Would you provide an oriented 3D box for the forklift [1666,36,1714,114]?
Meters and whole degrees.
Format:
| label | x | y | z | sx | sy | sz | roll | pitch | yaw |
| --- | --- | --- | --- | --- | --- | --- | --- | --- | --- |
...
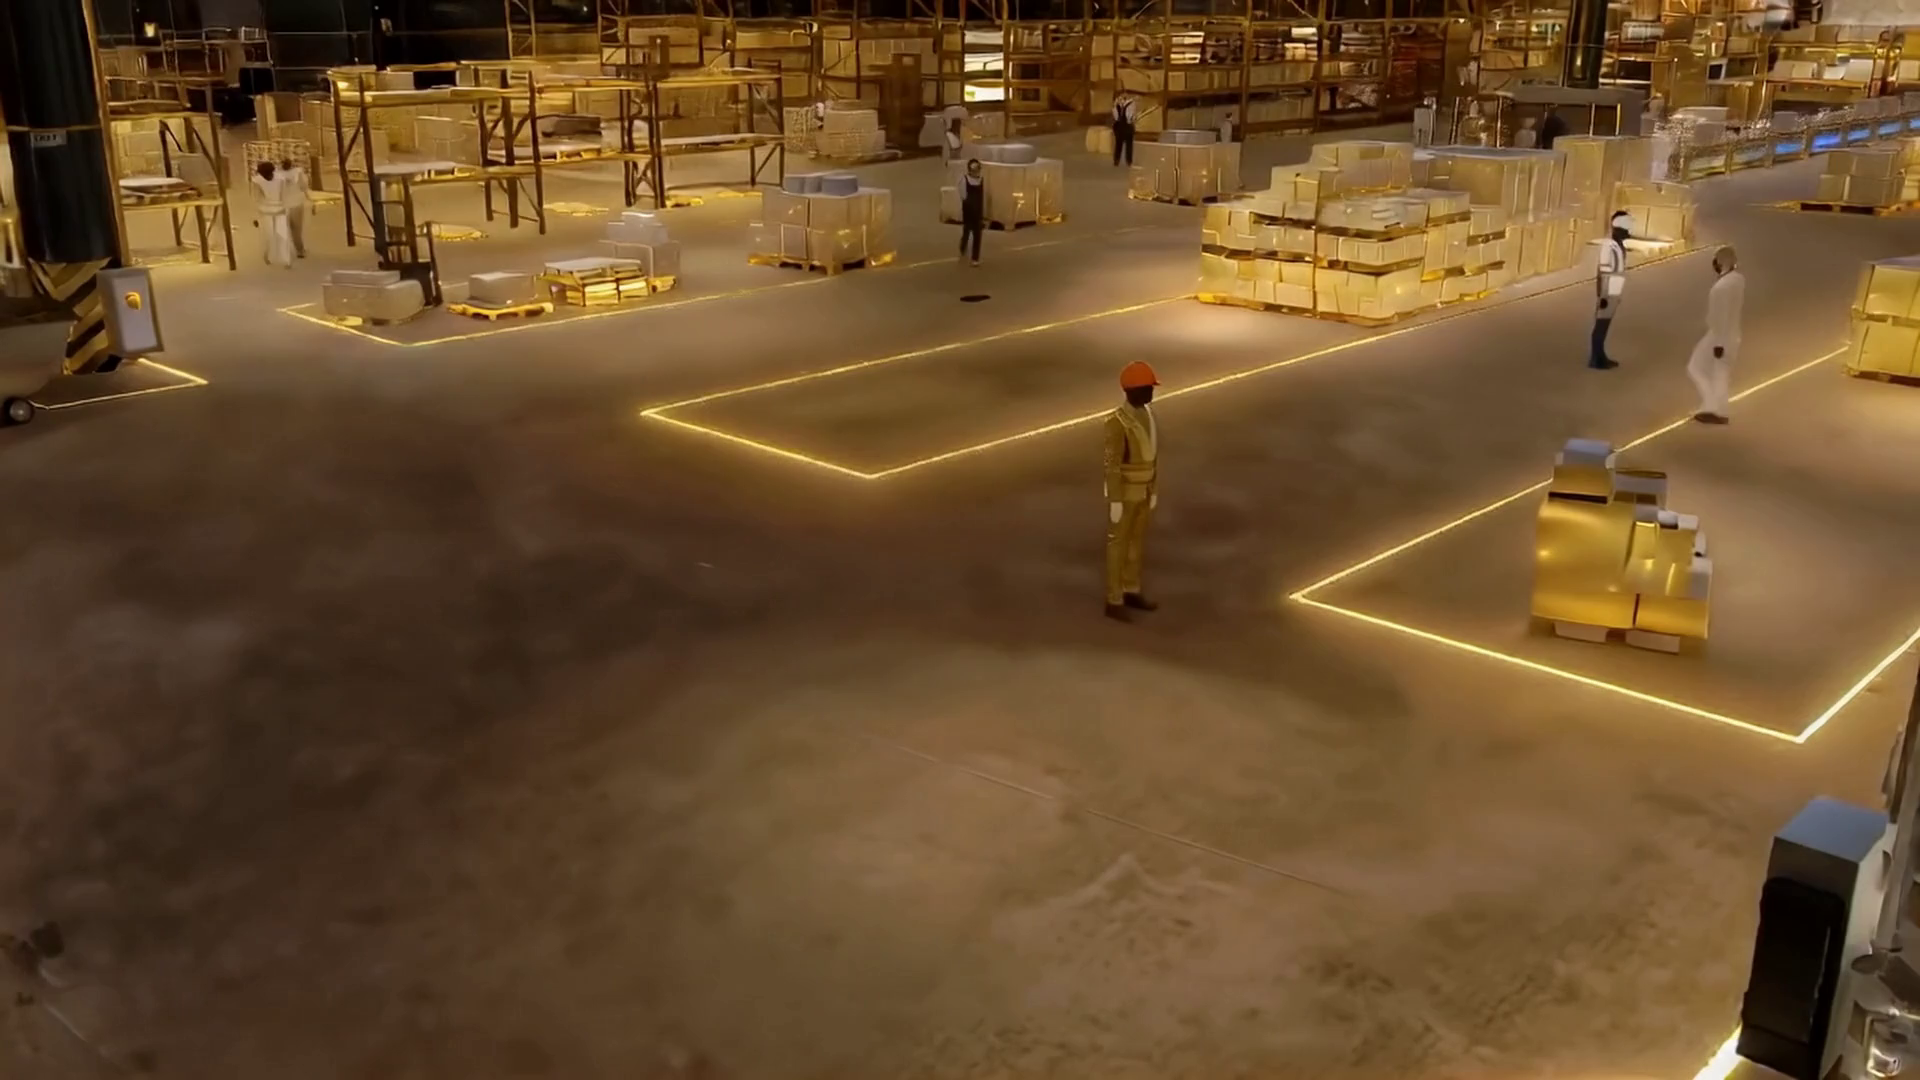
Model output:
| label | x | y | z | sx | sy | sz | roll | pitch | yaw |
| --- | --- | --- | --- | --- | --- | --- | --- | --- | --- |
| forklift | 27.341 | -17.291 | 61.877 | 1.129 | 2.768 | 1.873 | 17 | 25 | 41 |

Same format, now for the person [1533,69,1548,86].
| label | x | y | z | sx | sy | sz | roll | pitch | yaw |
| --- | --- | --- | --- | --- | --- | --- | --- | --- | --- |
| person | 19.903 | -15.338 | 57.560 | 0.648 | 1.885 | 0.727 | -14 | 23 | -36 |

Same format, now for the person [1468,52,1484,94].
| label | x | y | z | sx | sy | sz | roll | pitch | yaw |
| --- | --- | --- | --- | --- | --- | --- | --- | --- | --- |
| person | 21.408 | -19.228 | 69.093 | 0.999 | 2.012 | 0.619 | -17 | 25 | -41 |

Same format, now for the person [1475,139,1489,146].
| label | x | y | z | sx | sy | sz | roll | pitch | yaw |
| --- | --- | --- | --- | --- | --- | --- | --- | --- | --- |
| person | 9.394 | -6.394 | 30.551 | 0.773 | 1.918 | 0.544 | 15 | 23 | 37 |

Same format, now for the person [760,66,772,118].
| label | x | y | z | sx | sy | sz | roll | pitch | yaw |
| --- | --- | --- | --- | --- | --- | --- | --- | --- | --- |
| person | -7.069 | -16.332 | 60.612 | 0.429 | 1.845 | 0.621 | 3 | 19 | 8 |

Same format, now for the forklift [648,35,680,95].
| label | x | y | z | sx | sy | sz | roll | pitch | yaw |
| --- | --- | --- | --- | --- | --- | --- | --- | --- | --- |
| forklift | -11.418 | -17.851 | 63.565 | 1.129 | 2.768 | 1.873 | 17 | 25 | 41 |

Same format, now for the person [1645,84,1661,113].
| label | x | y | z | sx | sy | sz | roll | pitch | yaw |
| --- | --- | --- | --- | --- | --- | --- | --- | --- | --- |
| person | 22.338 | -13.866 | 53.534 | 0.609 | 1.613 | 0.509 | -8 | 20 | -21 |

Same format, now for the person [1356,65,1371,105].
| label | x | y | z | sx | sy | sz | roll | pitch | yaw |
| --- | --- | --- | --- | --- | --- | --- | --- | --- | --- |
| person | 16.238 | -18.241 | 66.719 | 0.546 | 1.622 | 0.506 | -1 | 18 | -2 |

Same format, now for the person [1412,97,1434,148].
| label | x | y | z | sx | sy | sz | roll | pitch | yaw |
| --- | --- | --- | --- | --- | --- | --- | --- | --- | --- |
| person | 12.538 | -11.111 | 45.041 | 0.577 | 1.732 | 0.566 | 5 | 19 | 15 |

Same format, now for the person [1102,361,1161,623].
| label | x | y | z | sx | sy | sz | roll | pitch | yaw |
| --- | --- | --- | --- | --- | --- | --- | --- | --- | --- |
| person | 1.267 | -0.368 | 12.343 | 0.377 | 1.950 | 0.612 | 12 | 22 | 32 |

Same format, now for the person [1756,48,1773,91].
| label | x | y | z | sx | sy | sz | roll | pitch | yaw |
| --- | --- | --- | --- | --- | --- | --- | --- | --- | --- |
| person | 36.836 | -21.548 | 76.236 | 0.576 | 1.892 | 0.941 | 16 | 24 | 39 |

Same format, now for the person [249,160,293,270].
| label | x | y | z | sx | sy | sz | roll | pitch | yaw |
| --- | --- | --- | --- | --- | --- | --- | --- | --- | --- |
| person | -11.585 | -5.467 | 27.936 | 0.632 | 1.815 | 0.848 | -15 | 23 | -37 |

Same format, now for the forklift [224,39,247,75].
| label | x | y | z | sx | sy | sz | roll | pitch | yaw |
| --- | --- | --- | --- | --- | --- | --- | --- | --- | --- |
| forklift | -25.527 | -16.311 | 58.924 | 1.129 | 2.768 | 1.873 | 17 | 25 | 41 |

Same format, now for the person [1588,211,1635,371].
| label | x | y | z | sx | sy | sz | roll | pitch | yaw |
| --- | --- | --- | --- | --- | --- | --- | --- | --- | --- |
| person | 8.044 | -3.077 | 20.523 | 0.361 | 1.939 | 0.543 | 14 | 23 | 35 |

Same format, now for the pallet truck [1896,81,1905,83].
| label | x | y | z | sx | sy | sz | roll | pitch | yaw |
| --- | --- | --- | --- | --- | --- | --- | --- | --- | --- |
| pallet truck | 34.802 | -16.331 | 61.455 | 0.653 | 1.274 | 1.630 | 17 | 25 | 41 |

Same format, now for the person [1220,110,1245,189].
| label | x | y | z | sx | sy | sz | roll | pitch | yaw |
| --- | --- | --- | --- | --- | --- | --- | --- | --- | --- |
| person | 6.279 | -9.228 | 39.247 | 0.967 | 1.827 | 0.538 | 9 | 20 | 25 |

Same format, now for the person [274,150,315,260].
| label | x | y | z | sx | sy | sz | roll | pitch | yaw |
| --- | --- | --- | --- | --- | --- | --- | --- | --- | --- |
| person | -11.680 | -5.891 | 29.113 | 0.660 | 1.877 | 0.937 | -7 | 20 | -21 |

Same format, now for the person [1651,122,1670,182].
| label | x | y | z | sx | sy | sz | roll | pitch | yaw |
| --- | --- | --- | --- | --- | --- | --- | --- | --- | --- |
| person | 15.501 | -8.334 | 36.690 | 0.688 | 1.711 | 0.556 | -4 | 19 | -13 |

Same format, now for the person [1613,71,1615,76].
| label | x | y | z | sx | sy | sz | roll | pitch | yaw |
| --- | --- | --- | --- | --- | --- | --- | --- | --- | --- |
| person | 23.828 | -16.364 | 60.949 | 0.535 | 1.679 | 0.699 | 14 | 23 | 37 |

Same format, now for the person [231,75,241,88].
| label | x | y | z | sx | sy | sz | roll | pitch | yaw |
| --- | --- | --- | --- | --- | --- | --- | --- | --- | --- |
| person | -22.529 | -13.591 | 52.201 | 0.628 | 1.940 | 0.377 | -13 | 22 | -33 |

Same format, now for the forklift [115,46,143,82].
| label | x | y | z | sx | sy | sz | roll | pitch | yaw |
| --- | --- | --- | --- | --- | --- | --- | --- | --- | --- |
| forklift | -25.769 | -13.963 | 51.850 | 1.129 | 2.768 | 1.873 | 17 | 25 | 41 |

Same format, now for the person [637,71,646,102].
| label | x | y | z | sx | sy | sz | roll | pitch | yaw |
| --- | --- | --- | --- | --- | --- | --- | --- | --- | --- |
| person | -11.680 | -16.550 | 61.619 | 0.519 | 1.616 | 0.678 | 0 | 18 | 0 |

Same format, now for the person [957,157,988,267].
| label | x | y | z | sx | sy | sz | roll | pitch | yaw |
| --- | --- | --- | --- | --- | --- | --- | --- | --- | --- |
| person | 0.204 | -5.539 | 28.107 | 0.547 | 1.831 | 0.464 | -6 | 19 | -18 |

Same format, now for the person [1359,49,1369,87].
| label | x | y | z | sx | sy | sz | roll | pitch | yaw |
| --- | --- | --- | --- | --- | --- | --- | --- | --- | --- |
| person | 18.117 | -20.968 | 74.447 | 0.451 | 1.921 | 0.652 | -10 | 21 | -29 |

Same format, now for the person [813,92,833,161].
| label | x | y | z | sx | sy | sz | roll | pitch | yaw |
| --- | --- | --- | --- | --- | --- | --- | --- | --- | --- |
| person | -3.715 | -11.206 | 45.147 | 0.588 | 1.862 | 0.795 | 12 | 22 | 32 |

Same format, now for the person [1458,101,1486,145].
| label | x | y | z | sx | sy | sz | roll | pitch | yaw |
| --- | --- | --- | --- | --- | --- | --- | --- | --- | --- |
| person | 12.186 | -9.453 | 39.690 | 0.604 | 1.966 | 0.367 | 7 | 19 | 19 |

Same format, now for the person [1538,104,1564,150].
| label | x | y | z | sx | sy | sz | roll | pitch | yaw |
| --- | --- | --- | --- | --- | --- | --- | --- | --- | --- |
| person | 13.876 | -9.213 | 39.014 | 0.647 | 1.953 | 0.998 | -3 | 19 | -8 |

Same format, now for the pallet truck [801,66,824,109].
| label | x | y | z | sx | sy | sz | roll | pitch | yaw |
| --- | --- | --- | --- | --- | --- | --- | --- | --- | --- |
| pallet truck | -4.812 | -15.182 | 56.903 | 0.823 | 1.965 | 1.885 | -9 | 21 | -26 |

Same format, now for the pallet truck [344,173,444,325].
| label | x | y | z | sx | sy | sz | roll | pitch | yaw |
| --- | --- | --- | --- | --- | --- | --- | --- | --- | --- |
| pallet truck | -8.209 | -4.181 | 23.757 | 0.823 | 1.965 | 1.885 | 3 | 19 | 9 |

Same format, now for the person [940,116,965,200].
| label | x | y | z | sx | sy | sz | roll | pitch | yaw |
| --- | --- | --- | --- | --- | --- | --- | --- | --- | --- |
| person | -0.124 | -8.232 | 36.122 | 0.462 | 1.904 | 0.592 | 14 | 23 | 37 |

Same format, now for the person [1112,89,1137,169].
| label | x | y | z | sx | sy | sz | roll | pitch | yaw |
| --- | --- | --- | --- | --- | --- | --- | --- | --- | --- |
| person | 4.344 | -10.760 | 43.513 | 0.687 | 2.000 | 0.536 | 10 | 21 | 28 |

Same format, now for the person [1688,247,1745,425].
| label | x | y | z | sx | sy | sz | roll | pitch | yaw |
| --- | --- | --- | --- | --- | --- | --- | --- | --- | --- |
| person | 8.122 | -2.174 | 17.828 | 0.464 | 1.922 | 0.641 | 15 | 24 | 38 |

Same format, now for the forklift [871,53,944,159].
| label | x | y | z | sx | sy | sz | roll | pitch | yaw |
| --- | --- | --- | --- | --- | --- | --- | --- | --- | --- |
| forklift | -1.429 | -12.073 | 46.156 | 1.129 | 2.768 | 1.873 | 17 | 25 | 41 |

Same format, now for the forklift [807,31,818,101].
| label | x | y | z | sx | sy | sz | roll | pitch | yaw |
| --- | --- | --- | --- | --- | --- | --- | --- | --- | --- |
| forklift | -5.907 | -19.651 | 68.987 | 1.129 | 2.768 | 1.873 | 17 | 25 | 41 |

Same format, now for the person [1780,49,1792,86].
| label | x | y | z | sx | sy | sz | roll | pitch | yaw |
| --- | --- | --- | --- | --- | --- | --- | --- | --- | --- |
| person | 40.052 | -22.891 | 80.492 | 0.315 | 1.767 | 0.535 | -11 | 21 | -29 |

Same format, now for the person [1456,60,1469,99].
| label | x | y | z | sx | sy | sz | roll | pitch | yaw |
| --- | --- | --- | --- | --- | --- | --- | --- | --- | --- |
| person | 21.128 | -19.360 | 70.019 | 0.869 | 1.654 | 0.529 | -14 | 23 | -36 |

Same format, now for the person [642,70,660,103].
| label | x | y | z | sx | sy | sz | roll | pitch | yaw |
| --- | --- | --- | --- | --- | --- | --- | --- | --- | --- |
| person | -10.474 | -14.991 | 56.472 | 0.594 | 1.910 | 0.382 | -3 | 19 | -9 |

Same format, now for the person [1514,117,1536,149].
| label | x | y | z | sx | sy | sz | roll | pitch | yaw |
| --- | --- | --- | --- | --- | --- | --- | --- | --- | --- |
| person | 13.136 | -9.012 | 38.810 | 0.549 | 1.677 | 0.539 | -10 | 21 | -27 |

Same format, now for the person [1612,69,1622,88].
| label | x | y | z | sx | sy | sz | roll | pitch | yaw |
| --- | --- | --- | --- | --- | --- | --- | --- | --- | --- |
| person | 23.247 | -15.768 | 58.963 | 0.626 | 1.800 | 0.807 | 15 | 23 | 37 |
